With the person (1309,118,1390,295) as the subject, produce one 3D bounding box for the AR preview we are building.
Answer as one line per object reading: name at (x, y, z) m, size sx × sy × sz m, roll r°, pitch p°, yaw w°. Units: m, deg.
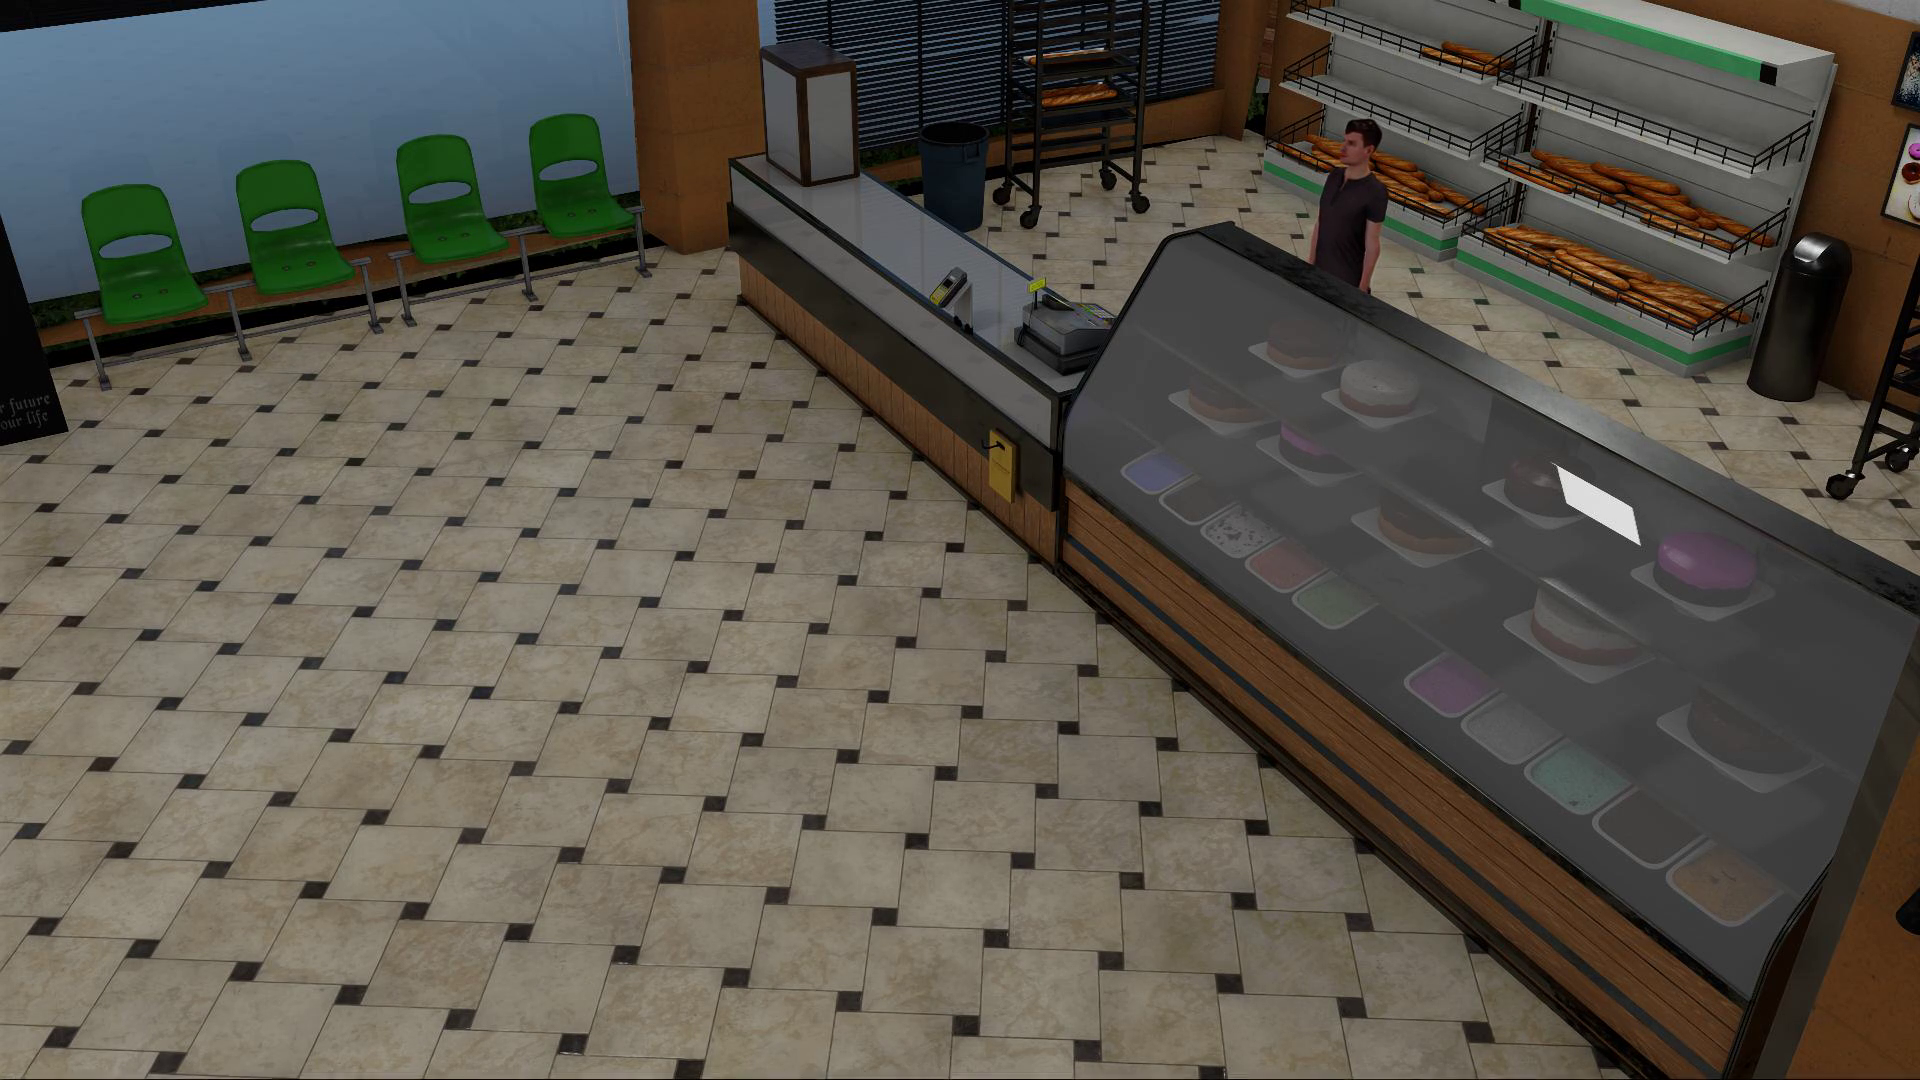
person at (2.144, -1.458, 9.335) m, size 0.522 × 1.854 × 0.630 m, roll -17°, pitch 36°, yaw -25°
